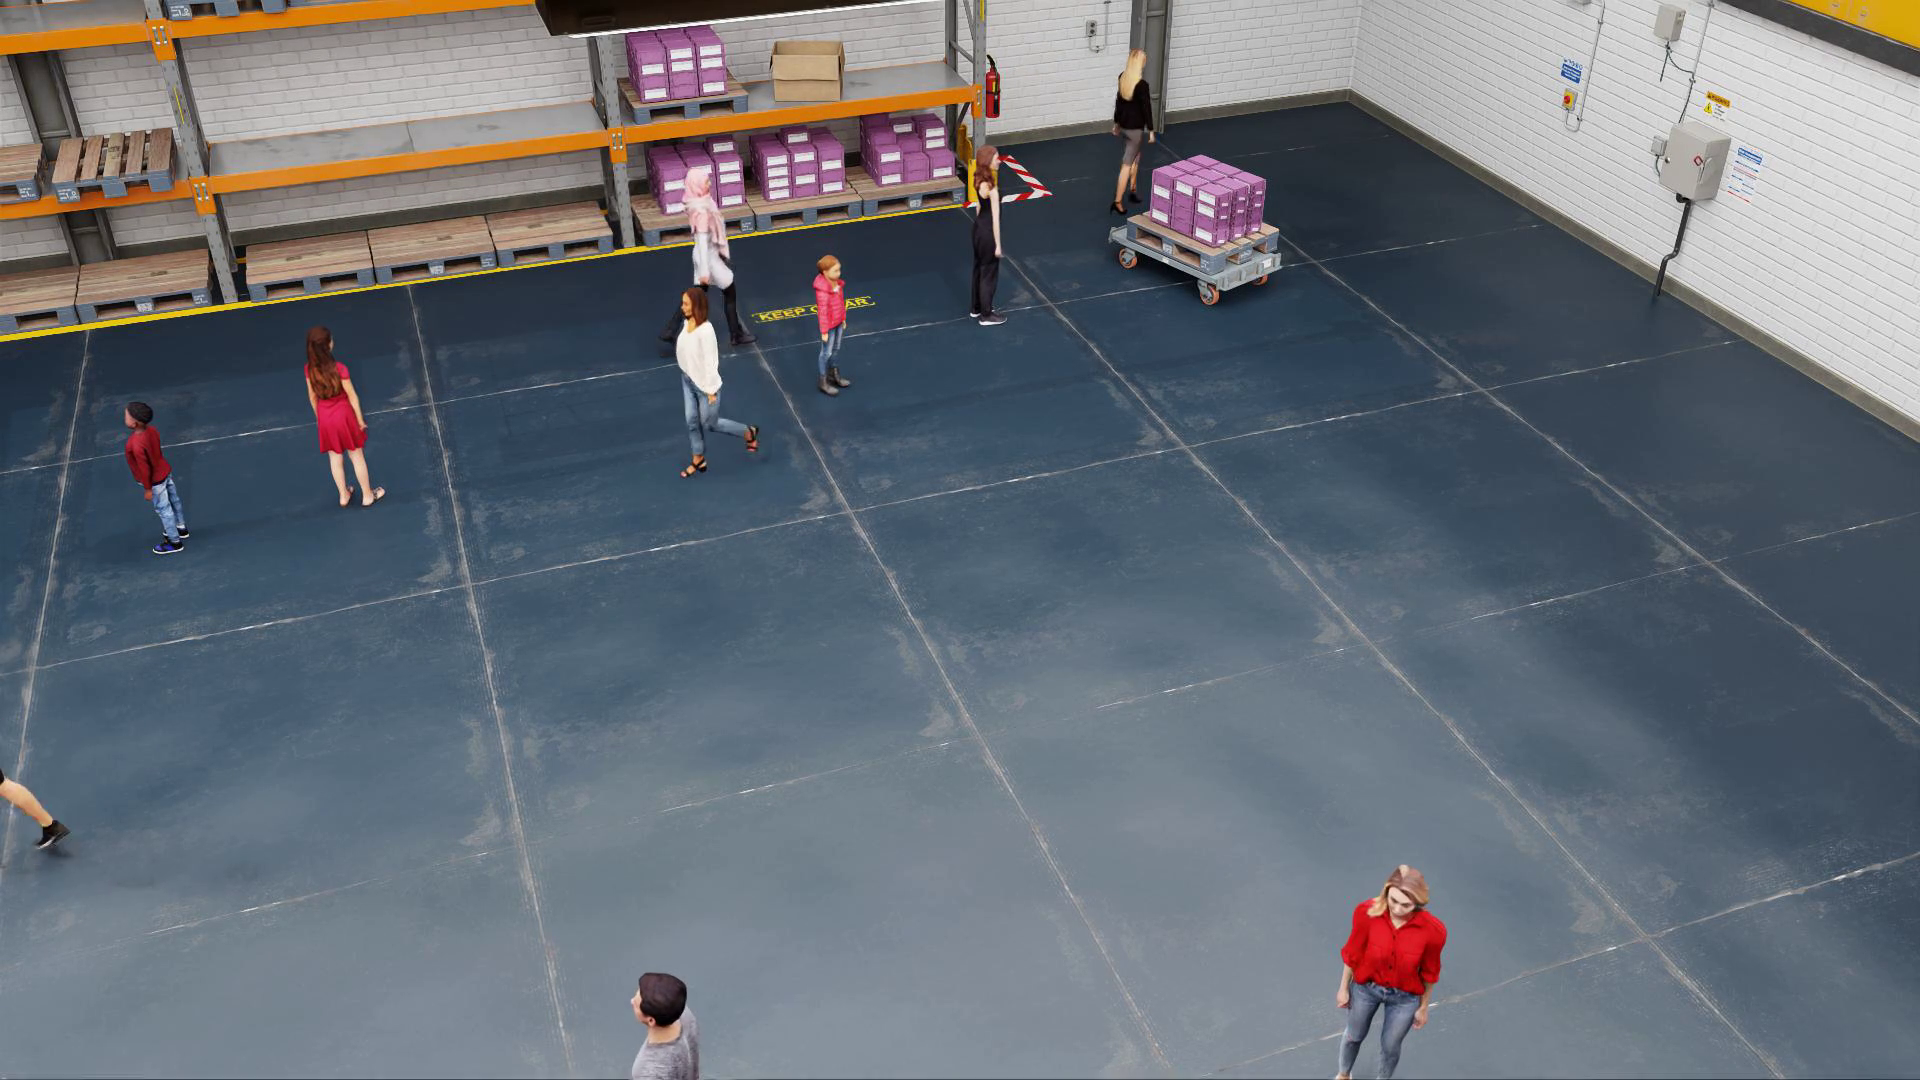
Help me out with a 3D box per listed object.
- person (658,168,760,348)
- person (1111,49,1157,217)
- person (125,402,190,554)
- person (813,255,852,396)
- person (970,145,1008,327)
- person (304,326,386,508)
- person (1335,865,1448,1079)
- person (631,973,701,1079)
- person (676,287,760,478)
[{"bbox_3d":[-2.411,-2.526,15.264,1.148,1.768,0.639,-11,35,-16],"label":"person"},{"bbox_3d":[1.775,-4.364,17.981,0.834,1.823,0.748,-22,40,-30],"label":"person"},{"bbox_3d":[-6.130,-0.498,12.676,0.567,1.256,0.557,-2,34,-3],"label":"person"},{"bbox_3d":[-1.159,-1.929,14.776,0.639,1.314,0.573,16,37,23],"label":"person"},{"bbox_3d":[0.241,-2.911,15.866,0.507,1.743,0.569,-12,35,-17],"label":"person"},{"bbox_3d":[-4.912,-0.970,13.118,0.651,1.553,0.715,3,34,4],"label":"person"},{"bbox_3d":[2.096,2.219,8.183,0.666,1.704,0.751,11,35,16],"label":"person"},{"bbox_3d":[-1.202,2.656,7.402,1.132,1.842,0.980,7,34,10],"label":"person"},{"bbox_3d":[-2.017,-1.289,13.497,0.971,1.664,0.718,-17,37,-24],"label":"person"}]
